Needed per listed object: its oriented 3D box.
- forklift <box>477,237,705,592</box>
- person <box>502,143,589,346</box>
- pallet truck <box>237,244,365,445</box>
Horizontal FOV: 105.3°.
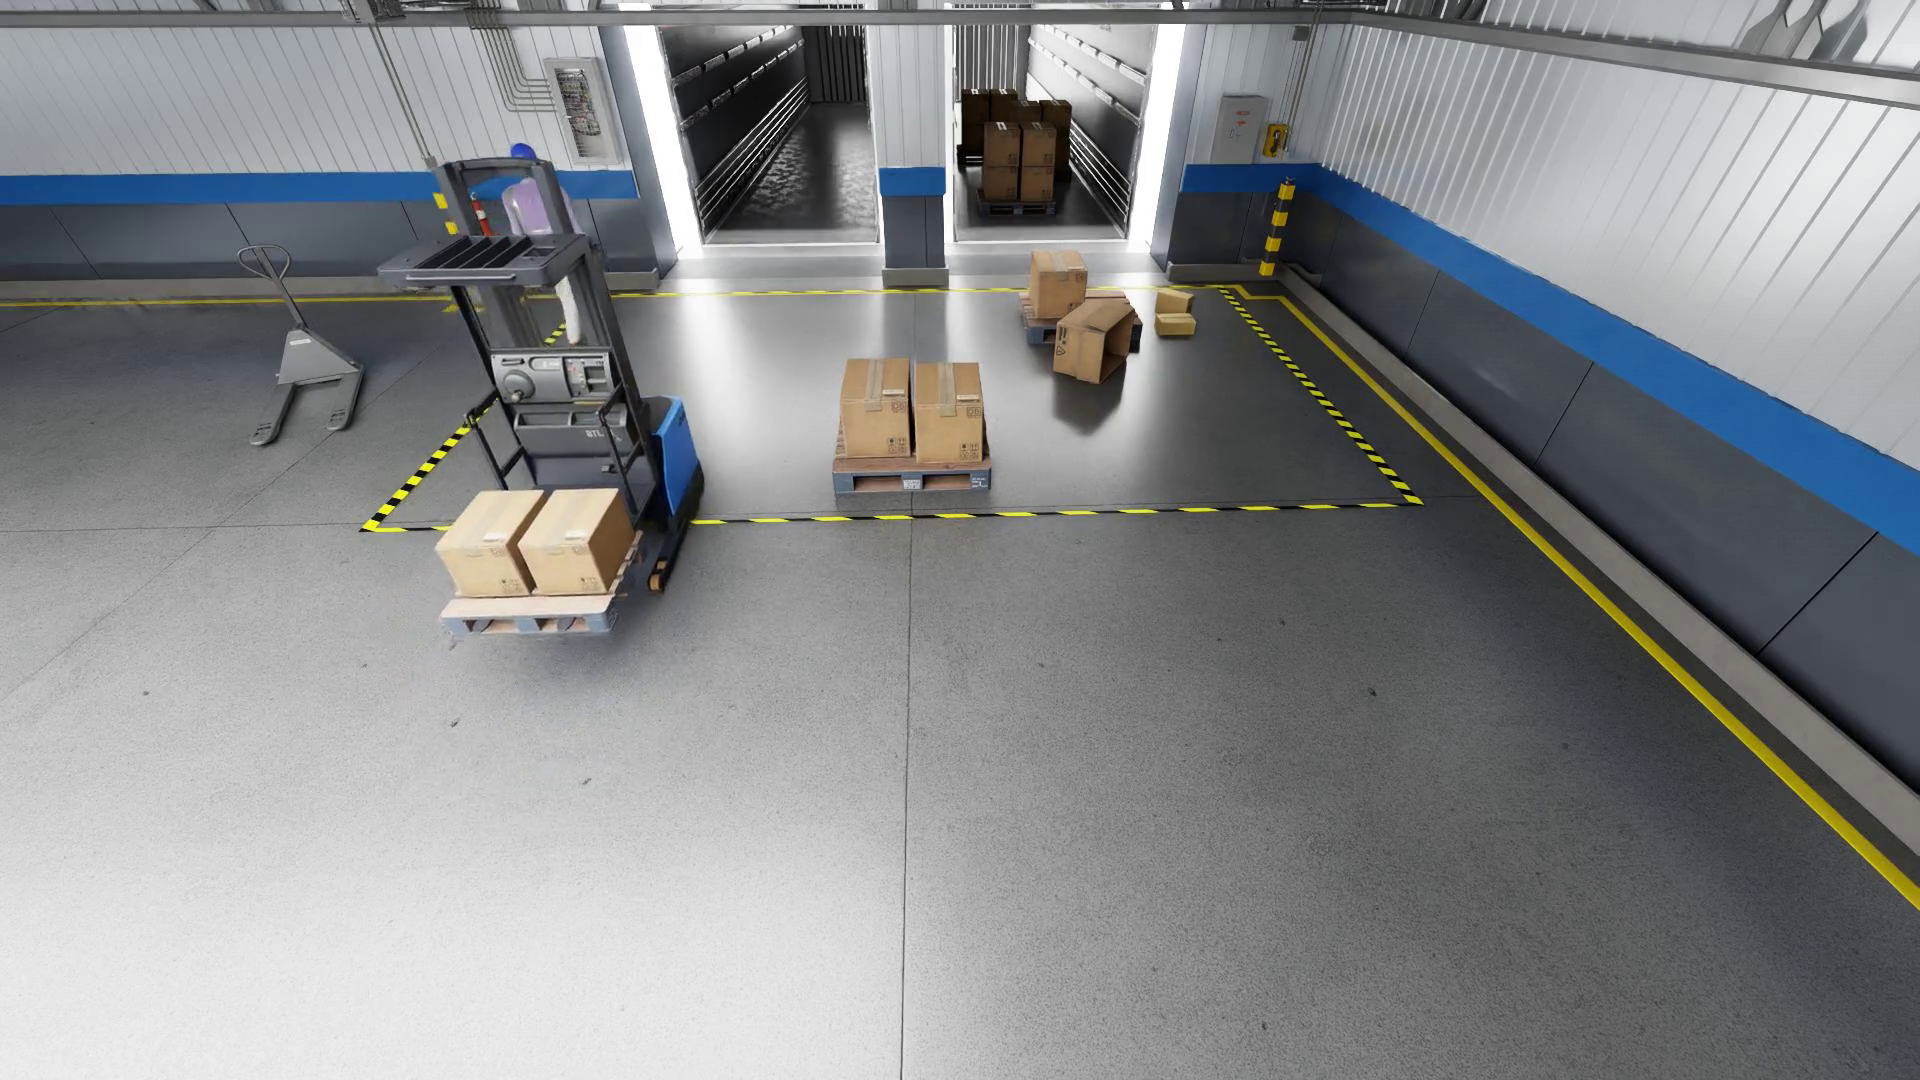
[{"bbox_3d":[-2.320,-0.955,4.741,0.716,2.013,0.776,-1,38,-2],"label":"forklift"},{"bbox_3d":[-4.025,-2.908,7.327,0.619,1.889,1.031,-3,39,-4],"label":"person"},{"bbox_3d":[-5.915,-1.733,6.366,0.680,1.201,1.601,-18,42,-21],"label":"pallet truck"}]
